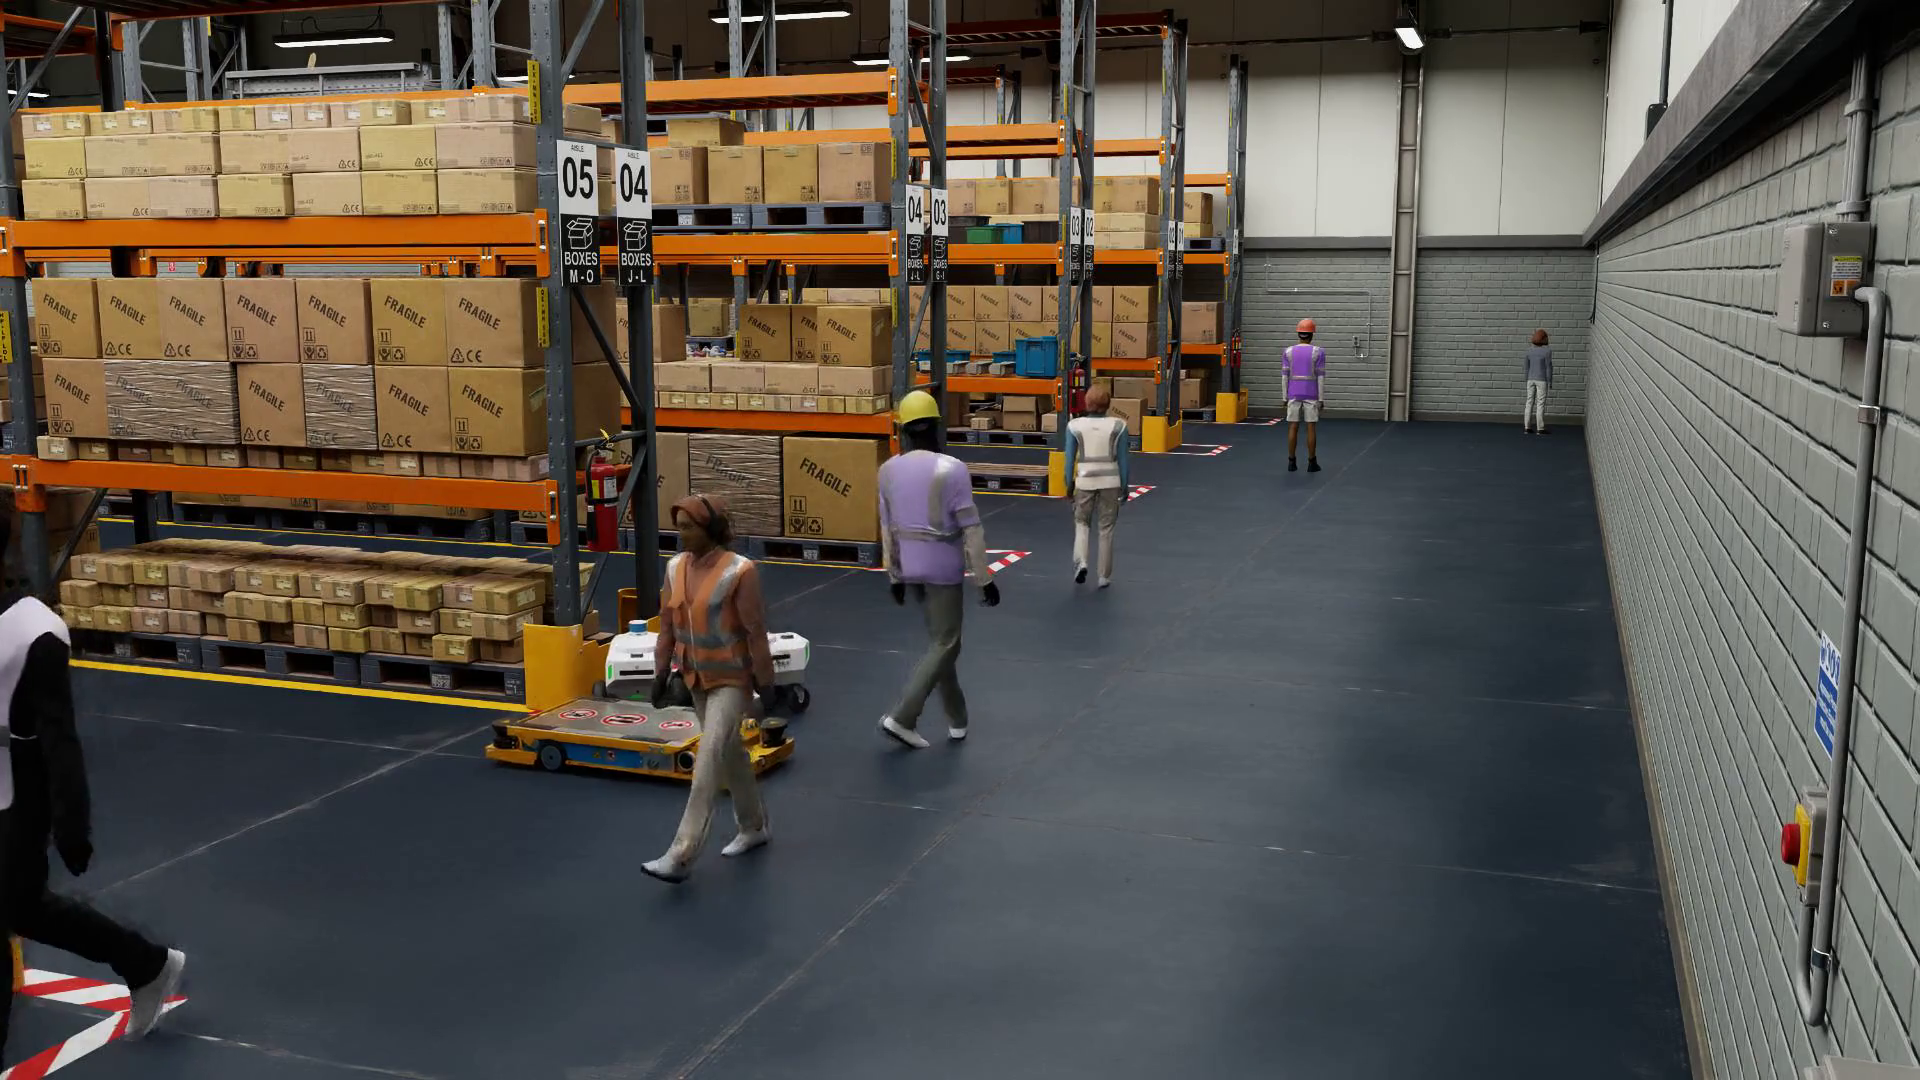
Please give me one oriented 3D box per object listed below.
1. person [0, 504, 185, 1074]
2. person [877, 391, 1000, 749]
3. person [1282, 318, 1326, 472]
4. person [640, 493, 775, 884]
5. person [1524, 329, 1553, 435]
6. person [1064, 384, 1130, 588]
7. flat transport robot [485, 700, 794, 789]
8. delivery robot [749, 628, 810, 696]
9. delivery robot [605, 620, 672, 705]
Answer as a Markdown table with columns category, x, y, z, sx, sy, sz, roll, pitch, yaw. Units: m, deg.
| category | x | y | z | sx | sy | sz | roll | pitch | yaw |
| --- | --- | --- | --- | --- | --- | --- | --- | --- | --- |
| person | -2.807 | 0.770 | 5.011 | 0.589 | 1.891 | 0.912 | 6 | 11 | 35 |
| person | -0.156 | 0.167 | 8.770 | 0.667 | 1.884 | 0.653 | 8 | 12 | 42 |
| person | 4.348 | -1.828 | 21.050 | 0.546 | 1.939 | 0.375 | 4 | 10 | 25 |
| person | -1.085 | 0.609 | 6.891 | 0.530 | 1.590 | 0.851 | 7 | 12 | 39 |
| person | 9.022 | -2.461 | 25.937 | 0.286 | 1.636 | 0.499 | -6 | 11 | -33 |
| person | 1.099 | -0.424 | 13.276 | 0.521 | 1.628 | 0.364 | 1 | 9 | 9 |
| flat transport robot | -1.635 | 1.015 | 8.494 | 1.431 | 0.197 | 0.652 | 4 | 10 | 21 |
| delivery robot | -1.221 | 0.675 | 9.439 | 0.707 | 0.478 | 0.477 | -4 | 10 | -25 |
| delivery robot | -1.799 | 0.692 | 9.334 | 0.477 | 0.478 | 0.707 | -1 | 9 | -8 |
